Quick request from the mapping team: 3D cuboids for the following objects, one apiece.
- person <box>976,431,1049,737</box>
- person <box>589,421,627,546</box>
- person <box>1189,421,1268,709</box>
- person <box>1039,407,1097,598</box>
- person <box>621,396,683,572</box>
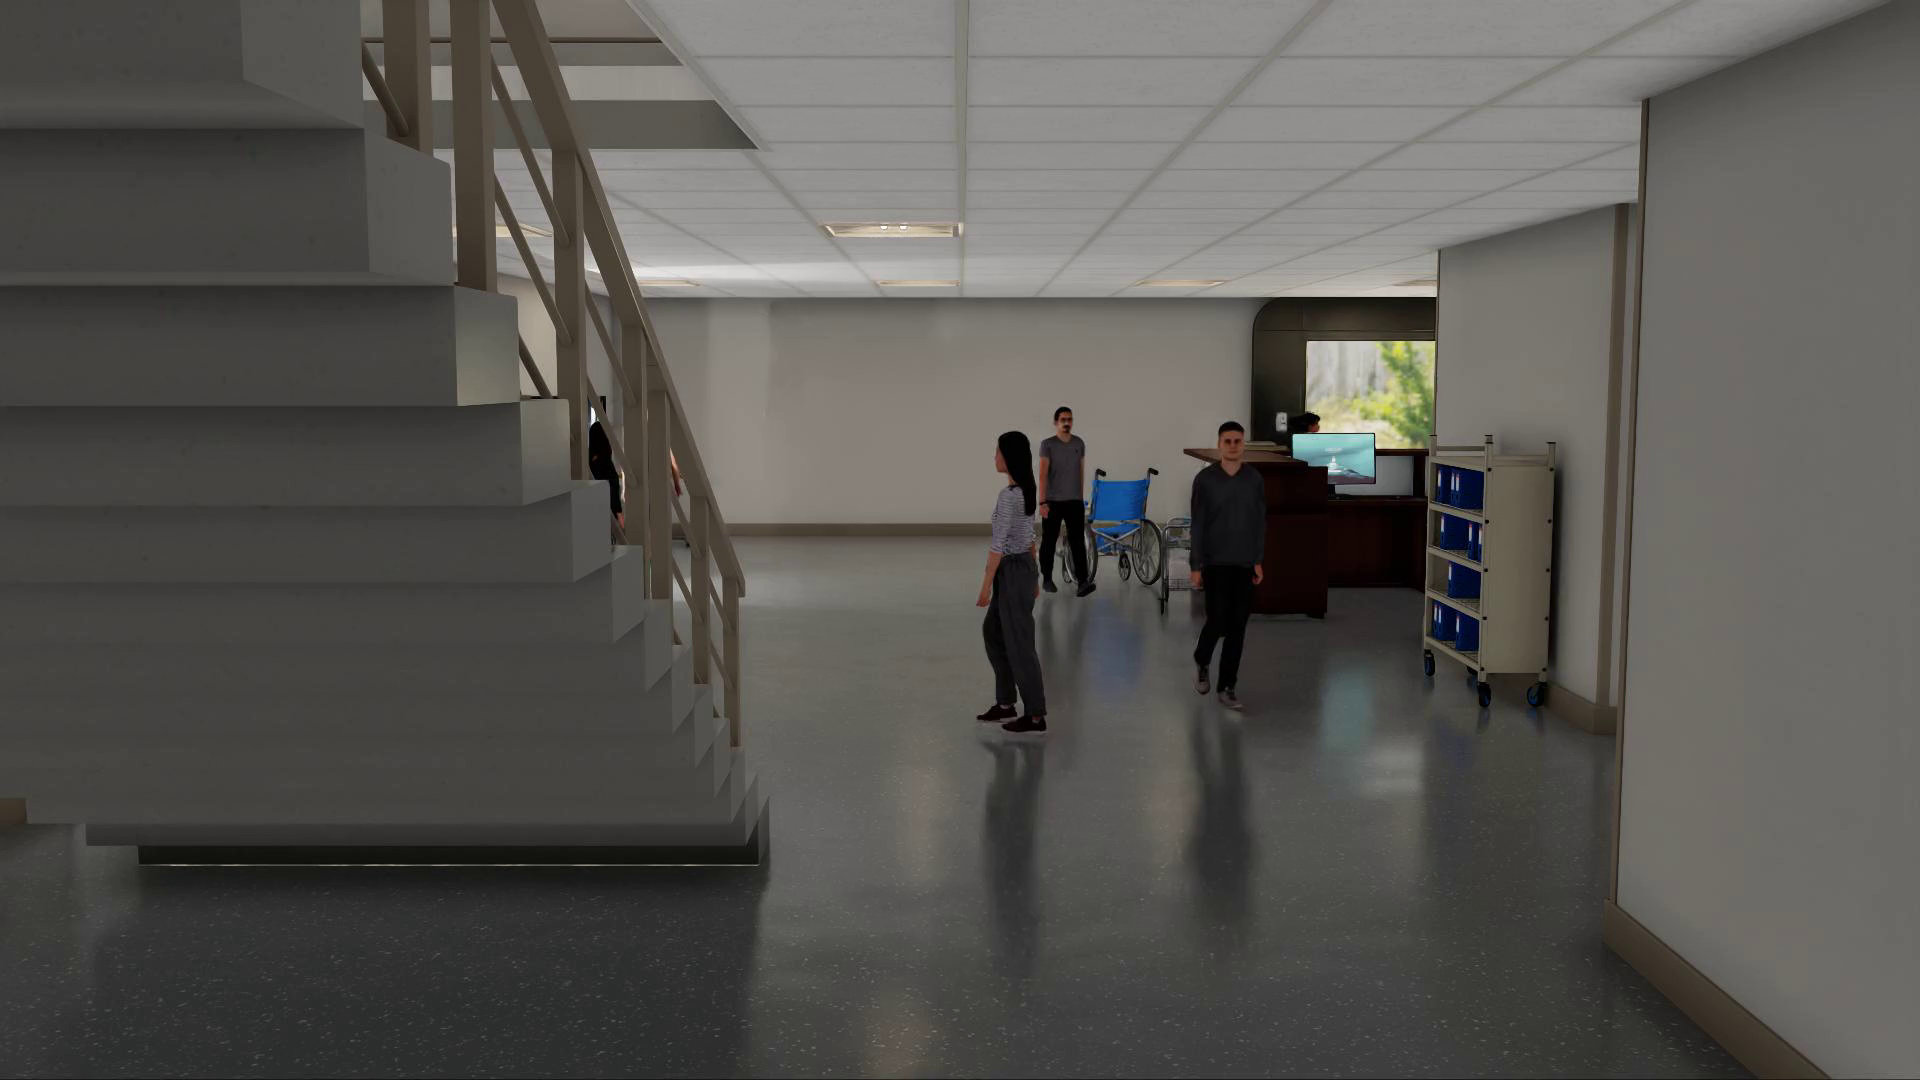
[{"bbox_3d":[0.412,0.257,9.365,0.786,1.720,0.710,2,6,19],"label":"person"},{"bbox_3d":[-3.157,-0.185,14.235,0.968,1.624,0.966,-4,7,-35],"label":"person"},{"bbox_3d":[1.642,0.150,10.274,0.685,1.751,0.783,-1,6,-7],"label":"person"},{"bbox_3d":[0.905,-0.327,15.221,0.881,1.708,1.215,-2,6,-17],"label":"person"},{"bbox_3d":[-3.059,-0.519,16.441,0.904,1.848,1.136,-1,6,-10],"label":"person"}]
